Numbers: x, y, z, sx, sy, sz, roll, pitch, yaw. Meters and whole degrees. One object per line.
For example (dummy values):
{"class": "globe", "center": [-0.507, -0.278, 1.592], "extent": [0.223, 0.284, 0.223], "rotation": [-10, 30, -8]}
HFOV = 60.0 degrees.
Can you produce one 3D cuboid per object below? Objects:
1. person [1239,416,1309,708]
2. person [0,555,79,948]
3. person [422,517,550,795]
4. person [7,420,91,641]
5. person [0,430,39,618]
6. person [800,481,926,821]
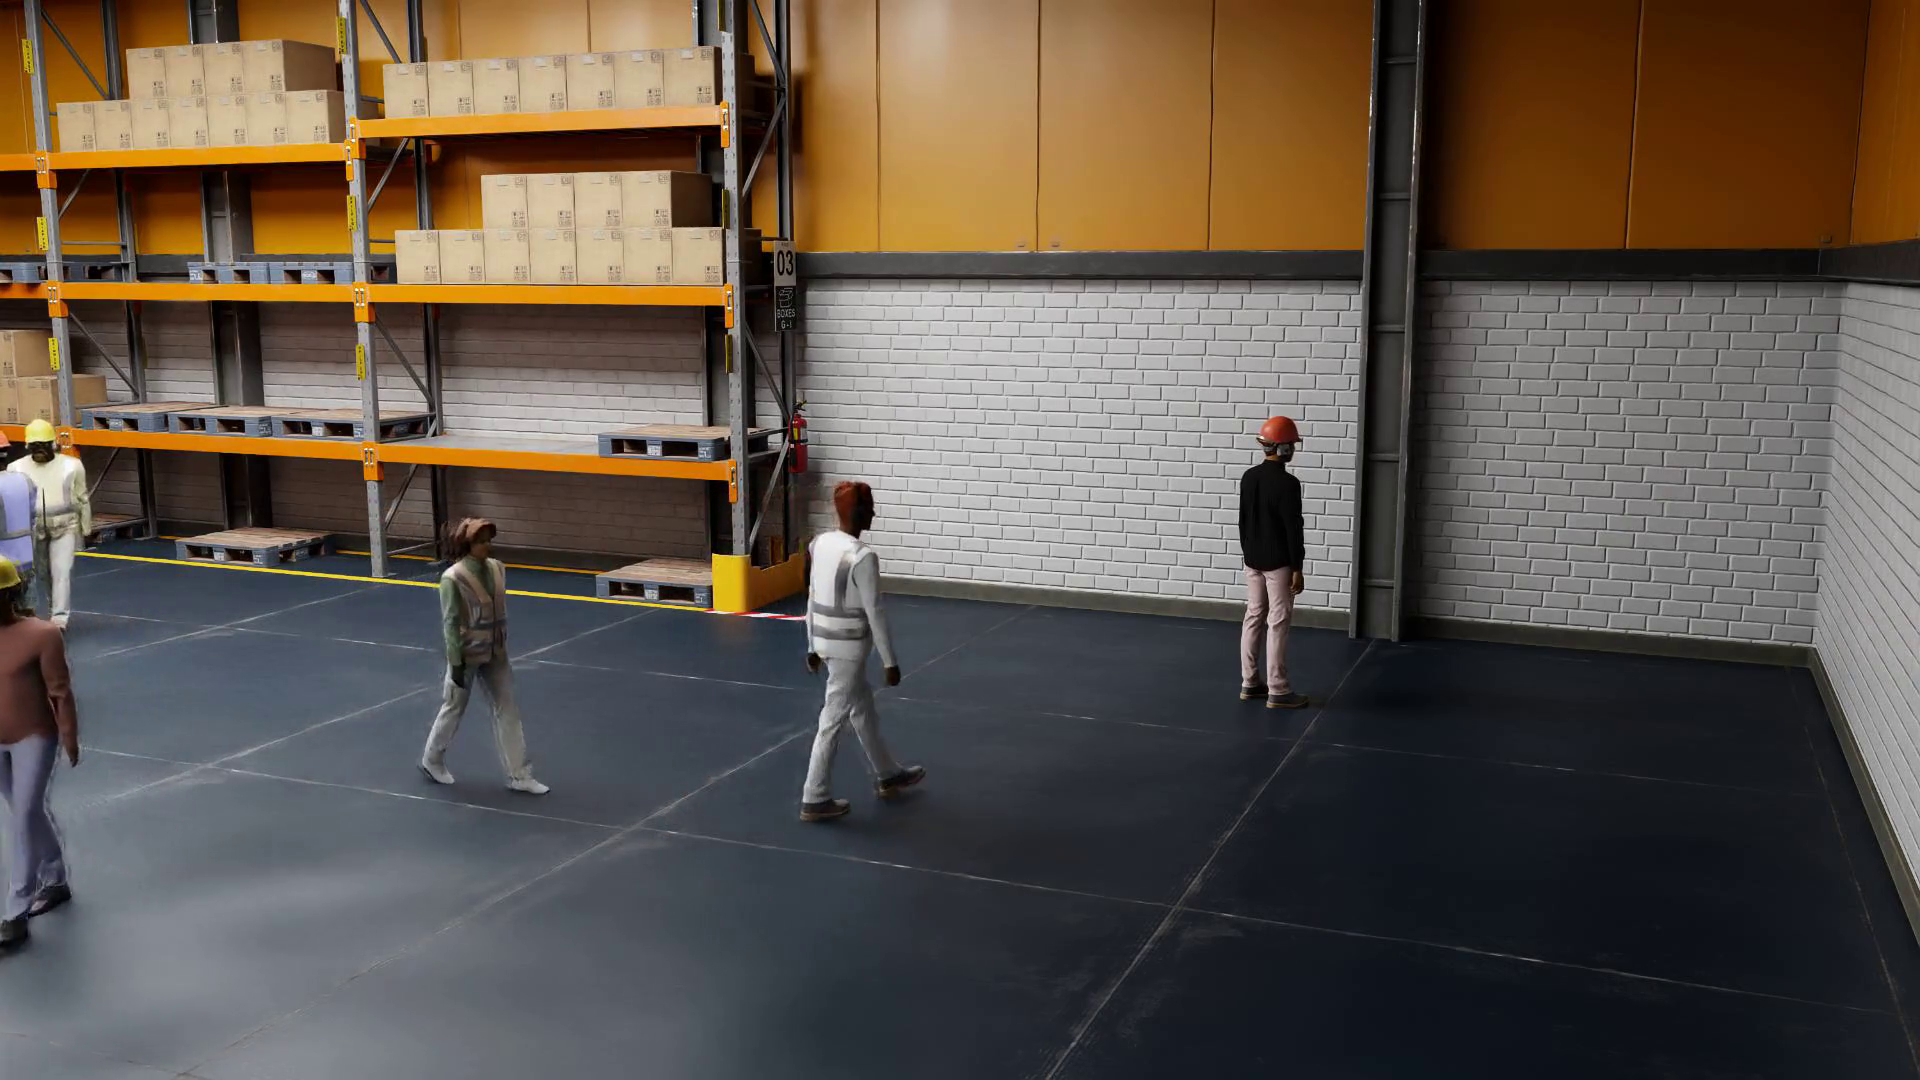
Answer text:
{"class": "person", "center": [2.147, 0.149, 11.381], "extent": [0.382, 1.995, 0.612], "rotation": [-5, 11, -28]}
{"class": "person", "center": [-4.306, 0.924, 7.455], "extent": [0.543, 1.727, 0.826], "rotation": [1, 9, 5]}
{"class": "person", "center": [-2.790, 0.655, 9.517], "extent": [0.861, 1.596, 0.532], "rotation": [5, 11, 28]}
{"class": "person", "center": [-7.401, -0.090, 13.481], "extent": [0.614, 1.781, 0.949], "rotation": [-3, 10, -18]}
{"class": "person", "center": [-6.563, 0.175, 11.402], "extent": [0.366, 1.935, 0.543], "rotation": [1, 9, 9]}
{"class": "person", "center": [-0.503, 0.591, 9.139], "extent": [0.947, 1.840, 0.596], "rotation": [-6, 11, -33]}
